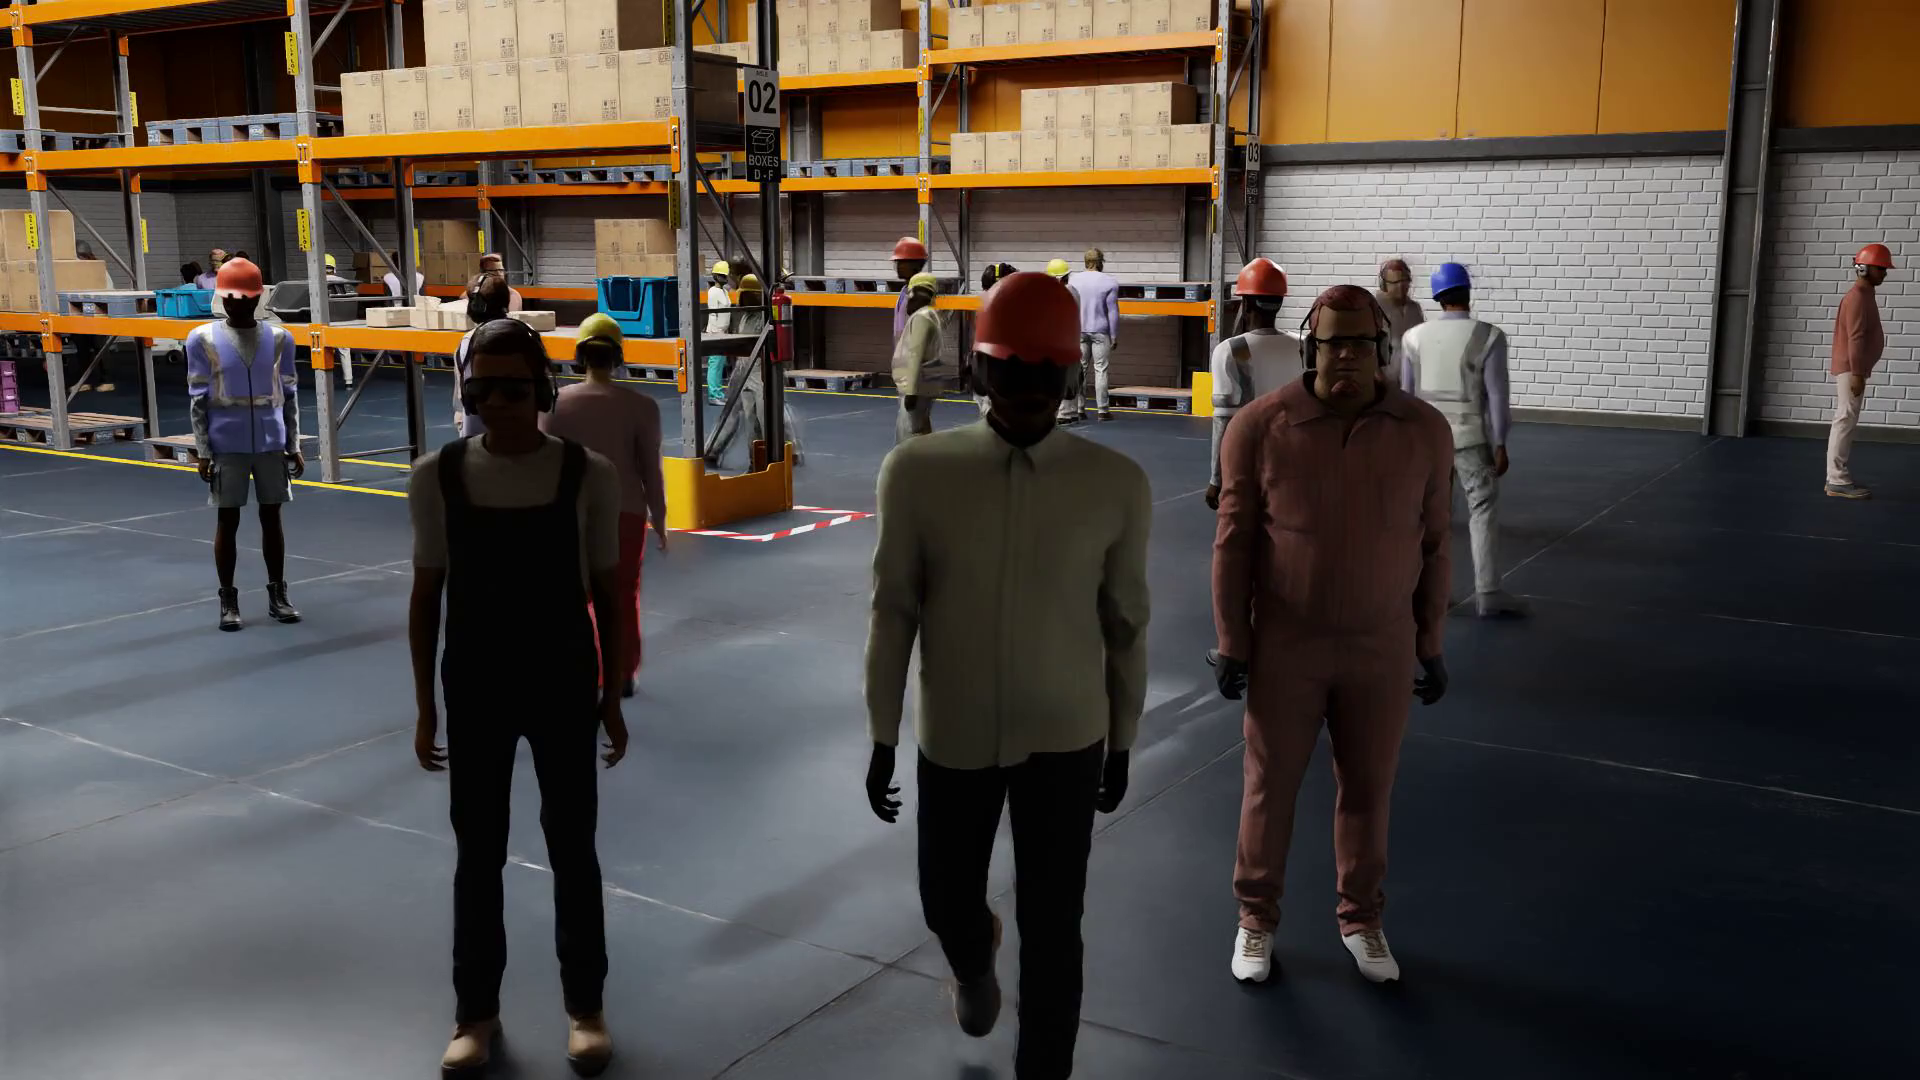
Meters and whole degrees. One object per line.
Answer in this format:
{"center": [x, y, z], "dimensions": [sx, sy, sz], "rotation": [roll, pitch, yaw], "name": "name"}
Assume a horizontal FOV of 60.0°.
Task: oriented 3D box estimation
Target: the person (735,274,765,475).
{"center": [-1.698, -1.317, 13.756], "dimensions": [0.297, 1.744, 0.487], "rotation": [-8, 13, -37], "name": "person"}

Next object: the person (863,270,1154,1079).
{"center": [0.108, 0.388, 3.690], "dimensions": [0.625, 1.966, 0.816], "rotation": [1, 10, 3], "name": "person"}

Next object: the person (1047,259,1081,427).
{"center": [1.107, -2.143, 18.130], "dimensions": [0.404, 1.821, 0.589], "rotation": [5, 11, 26], "name": "person"}

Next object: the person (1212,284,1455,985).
{"center": [1.009, 0.272, 4.497], "dimensions": [0.652, 1.906, 0.402], "rotation": [0, 10, 1], "name": "person"}

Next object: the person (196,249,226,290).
{"center": [-9.426, -2.756, 21.279], "dimensions": [0.652, 1.904, 0.402], "rotation": [-2, 10, -9], "name": "person"}

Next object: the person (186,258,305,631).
{"center": [-3.712, -0.498, 8.694], "dimensions": [0.542, 1.931, 0.375], "rotation": [-7, 12, -34], "name": "person"}

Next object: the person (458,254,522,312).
{"center": [-4.138, -1.587, 14.838], "dimensions": [0.397, 1.899, 0.635], "rotation": [9, 13, 40], "name": "person"}

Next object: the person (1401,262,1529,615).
{"center": [2.748, -0.557, 9.118], "dimensions": [0.754, 1.900, 0.440], "rotation": [10, 14, 44], "name": "person"}

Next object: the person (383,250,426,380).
{"center": [-7.857, -3.179, 23.703], "dimensions": [0.608, 1.884, 0.753], "rotation": [-9, 13, -40], "name": "person"}

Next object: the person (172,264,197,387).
{"center": [-10.604, -2.963, 23.000], "dimensions": [0.541, 1.696, 0.316], "rotation": [-8, 13, -37], "name": "person"}

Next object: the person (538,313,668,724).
{"center": [-1.509, -0.100, 7.079], "dimensions": [0.542, 1.722, 0.785], "rotation": [-4, 11, -20], "name": "person"}

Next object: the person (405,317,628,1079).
{"center": [-1.064, 0.387, 4.027], "dimensions": [0.511, 1.844, 0.325], "rotation": [-2, 10, -10], "name": "person"}

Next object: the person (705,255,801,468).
{"center": [-1.910, -1.568, 14.757], "dimensions": [1.043, 1.877, 0.660], "rotation": [0, 10, -1], "name": "person"}

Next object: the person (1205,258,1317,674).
{"center": [1.394, -0.340, 7.800], "dimensions": [0.544, 1.939, 0.355], "rotation": [-4, 11, -22], "name": "person"}

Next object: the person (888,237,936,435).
{"center": [-0.397, -1.404, 13.405], "dimensions": [0.379, 2.044, 0.608], "rotation": [-4, 11, -20], "name": "person"}

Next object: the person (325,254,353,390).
{"center": [-8.454, -2.916, 22.363], "dimensions": [0.592, 1.833, 0.404], "rotation": [-6, 12, -30], "name": "person"}

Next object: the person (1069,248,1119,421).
{"center": [1.475, -2.296, 18.644], "dimensions": [0.629, 1.937, 0.376], "rotation": [4, 11, 22], "name": "person"}

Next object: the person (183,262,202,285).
{"center": [-13.852, -4.239, 30.247], "dimensions": [0.283, 1.633, 0.498], "rotation": [9, 14, 41], "name": "person"}

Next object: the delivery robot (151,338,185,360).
{"center": [-12.791, -3.112, 26.734], "dimensions": [0.707, 0.478, 0.477], "rotation": [-1, 10, -3], "name": "delivery robot"}

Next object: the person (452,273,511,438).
{"center": [-2.559, -0.537, 9.160], "dimensions": [0.430, 1.845, 0.620], "rotation": [3, 11, 18], "name": "person"}

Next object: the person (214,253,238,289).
{"center": [-8.724, -2.515, 20.041], "dimensions": [0.311, 1.869, 0.530], "rotation": [7, 13, 35], "name": "person"}

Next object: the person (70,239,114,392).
{"center": [-11.709, -3.001, 22.257], "dimensions": [0.687, 2.000, 0.536], "rotation": [3, 11, 18], "name": "person"}

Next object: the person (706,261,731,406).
{"center": [-2.934, -2.529, 20.416], "dimensions": [0.329, 1.765, 0.525], "rotation": [2, 10, 11], "name": "person"}

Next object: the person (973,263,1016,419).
{"center": [0.254, -0.901, 11.100], "dimensions": [0.328, 1.871, 0.519], "rotation": [-1, 10, -6], "name": "person"}

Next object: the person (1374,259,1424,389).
{"center": [3.053, -1.075, 12.035], "dimensions": [0.790, 1.884, 0.476], "rotation": [-6, 12, -28], "name": "person"}

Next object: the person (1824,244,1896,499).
{"center": [7.107, -1.334, 13.163], "dimensions": [0.392, 1.989, 0.610], "rotation": [6, 12, 28], "name": "person"}

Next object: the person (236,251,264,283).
{"center": [-11.609, -3.759, 27.010], "dimensions": [0.619, 1.845, 0.430], "rotation": [-4, 11, -23], "name": "person"}

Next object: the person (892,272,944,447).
{"center": [-0.339, -1.164, 12.806], "dimensions": [0.583, 1.777, 0.610], "rotation": [-1, 10, -3], "name": "person"}
